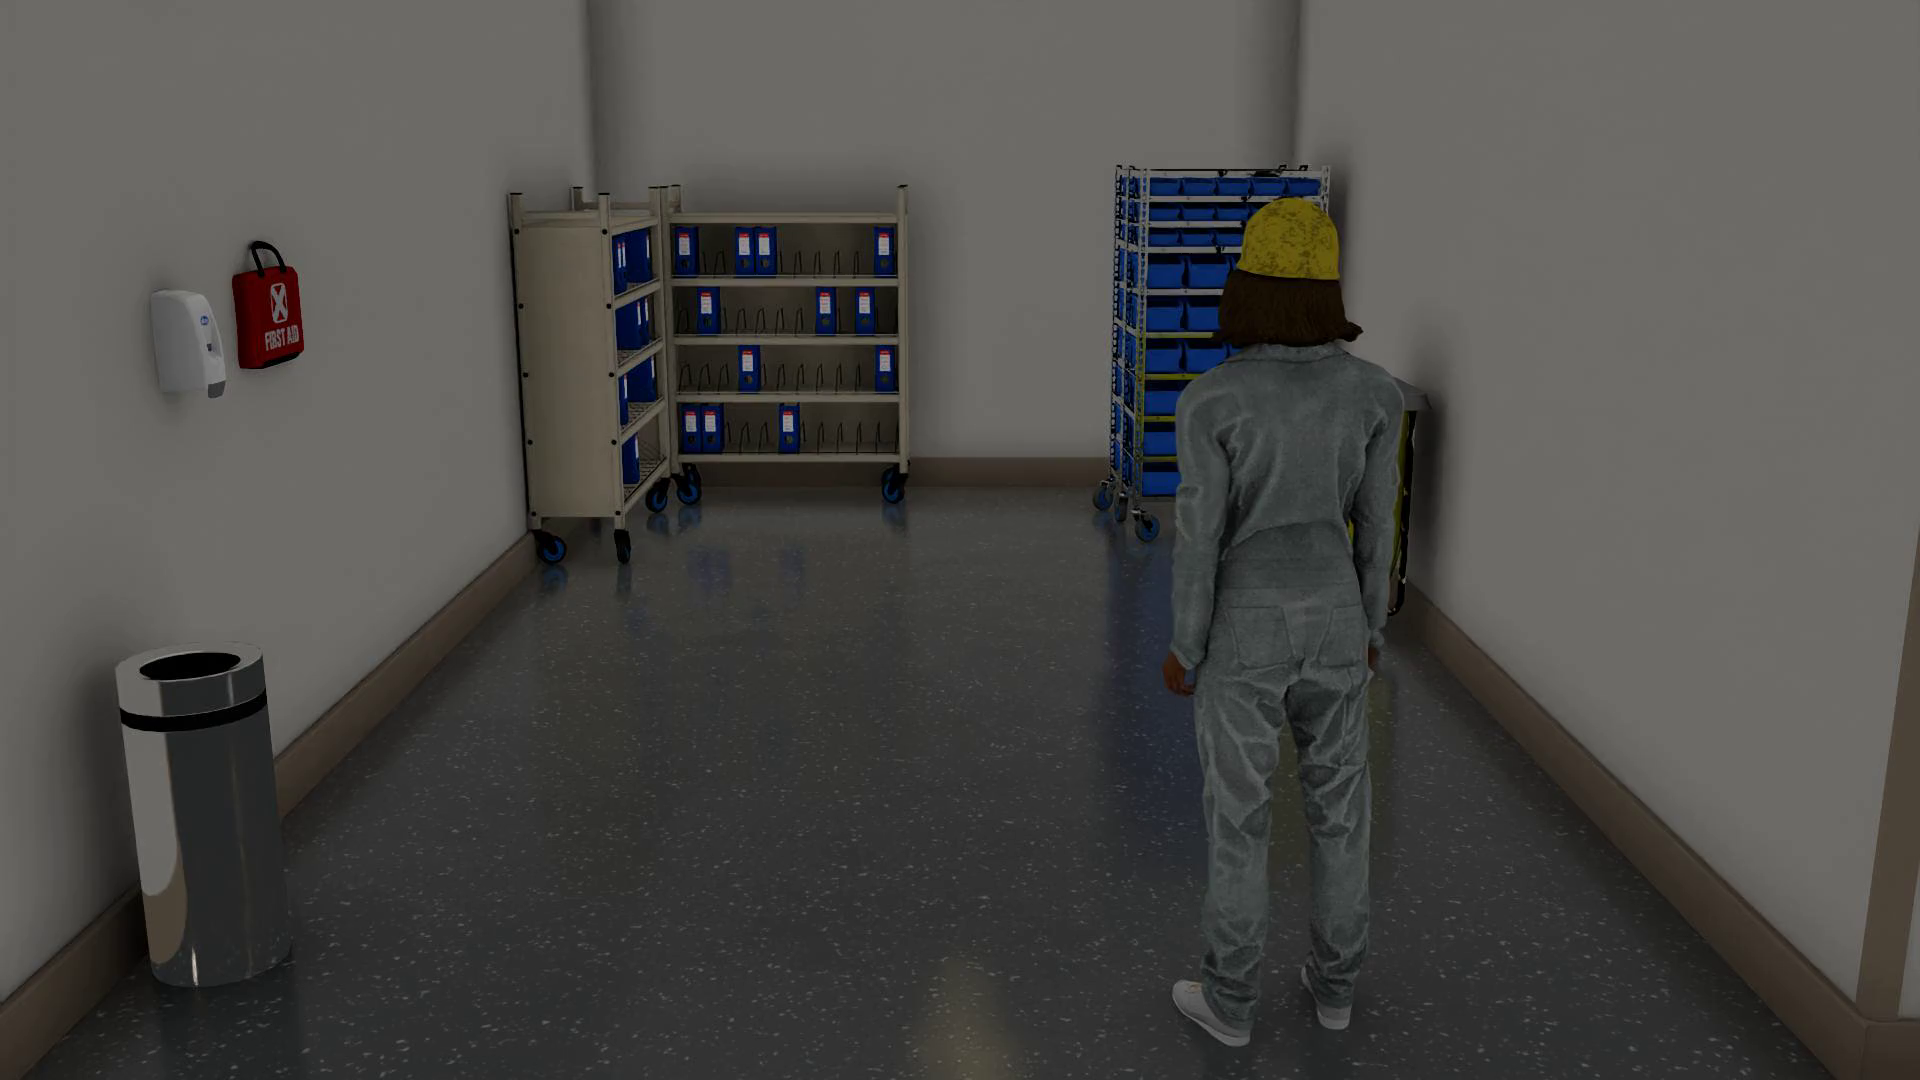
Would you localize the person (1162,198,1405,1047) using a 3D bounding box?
[{"bbox_3d":[0.649,0.186,3.422,0.483,1.745,0.301,-3,14,-12],"label":"person"}]
